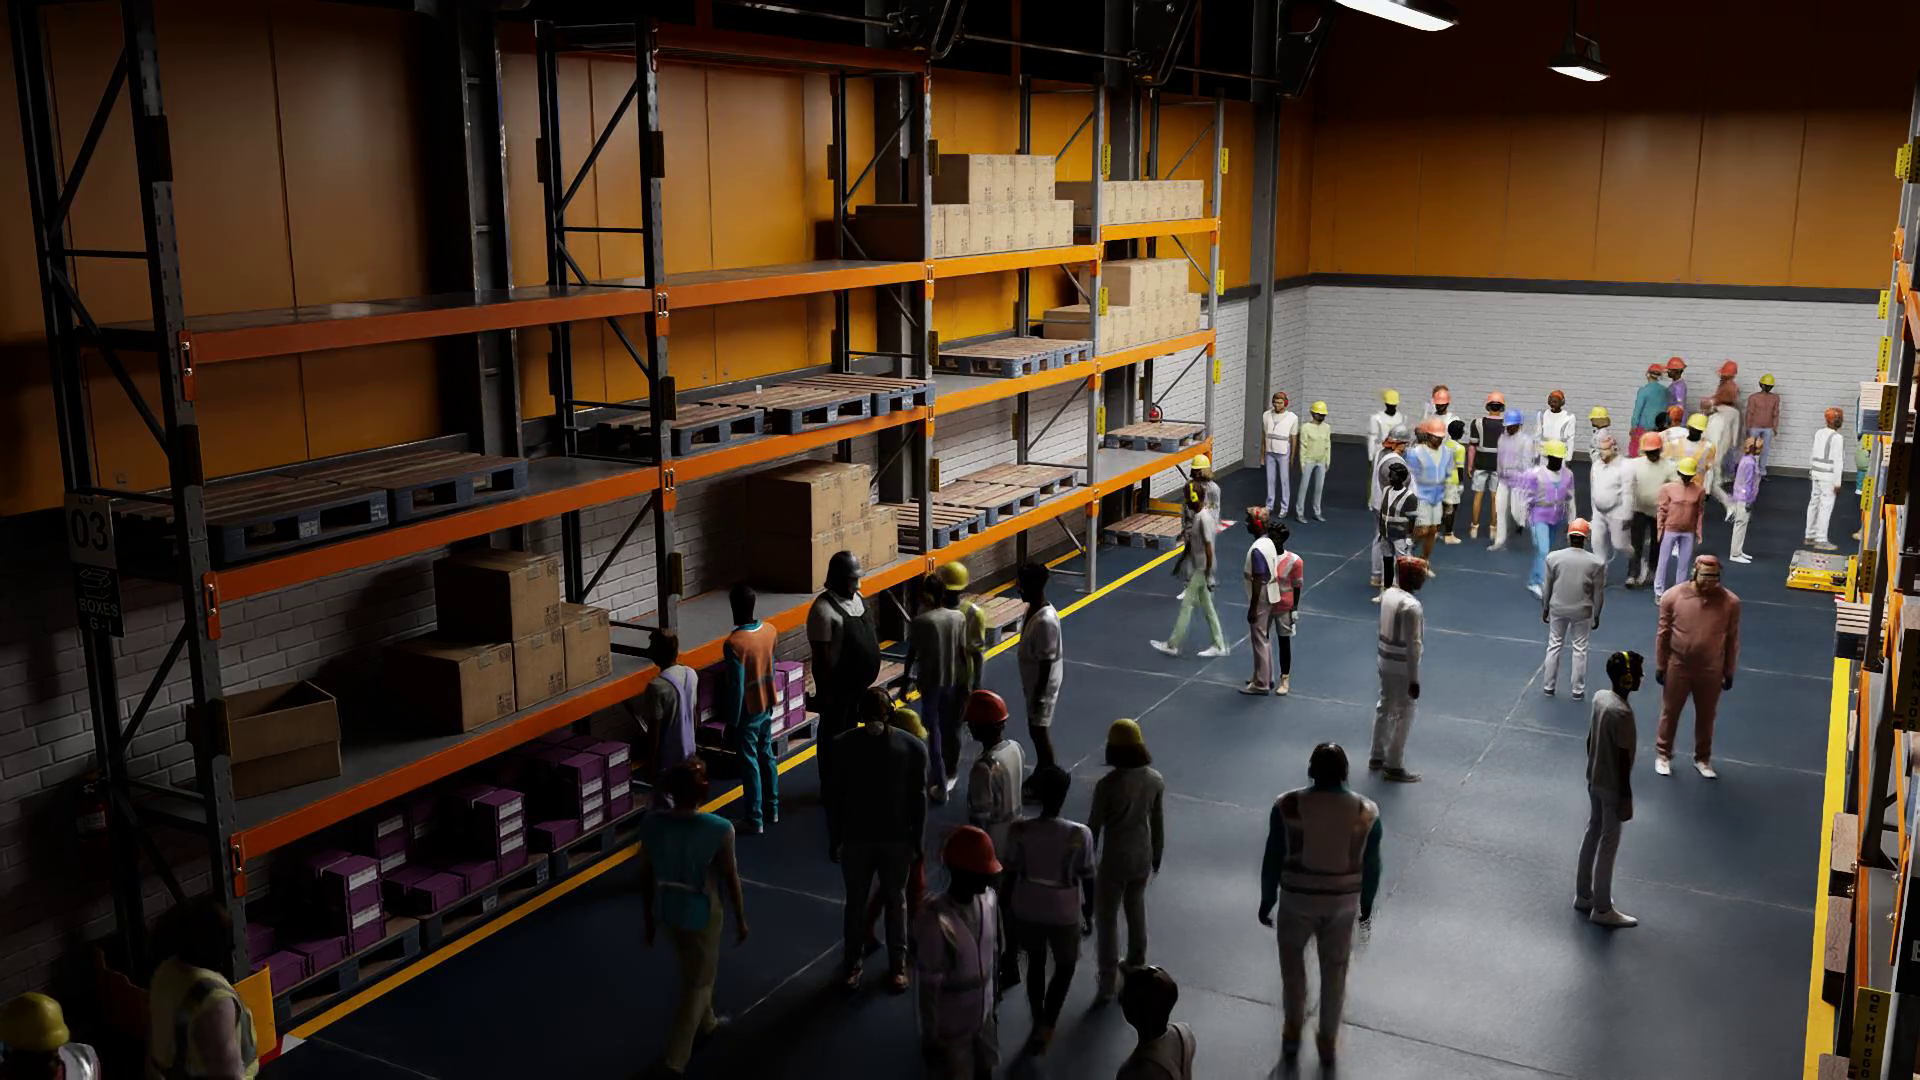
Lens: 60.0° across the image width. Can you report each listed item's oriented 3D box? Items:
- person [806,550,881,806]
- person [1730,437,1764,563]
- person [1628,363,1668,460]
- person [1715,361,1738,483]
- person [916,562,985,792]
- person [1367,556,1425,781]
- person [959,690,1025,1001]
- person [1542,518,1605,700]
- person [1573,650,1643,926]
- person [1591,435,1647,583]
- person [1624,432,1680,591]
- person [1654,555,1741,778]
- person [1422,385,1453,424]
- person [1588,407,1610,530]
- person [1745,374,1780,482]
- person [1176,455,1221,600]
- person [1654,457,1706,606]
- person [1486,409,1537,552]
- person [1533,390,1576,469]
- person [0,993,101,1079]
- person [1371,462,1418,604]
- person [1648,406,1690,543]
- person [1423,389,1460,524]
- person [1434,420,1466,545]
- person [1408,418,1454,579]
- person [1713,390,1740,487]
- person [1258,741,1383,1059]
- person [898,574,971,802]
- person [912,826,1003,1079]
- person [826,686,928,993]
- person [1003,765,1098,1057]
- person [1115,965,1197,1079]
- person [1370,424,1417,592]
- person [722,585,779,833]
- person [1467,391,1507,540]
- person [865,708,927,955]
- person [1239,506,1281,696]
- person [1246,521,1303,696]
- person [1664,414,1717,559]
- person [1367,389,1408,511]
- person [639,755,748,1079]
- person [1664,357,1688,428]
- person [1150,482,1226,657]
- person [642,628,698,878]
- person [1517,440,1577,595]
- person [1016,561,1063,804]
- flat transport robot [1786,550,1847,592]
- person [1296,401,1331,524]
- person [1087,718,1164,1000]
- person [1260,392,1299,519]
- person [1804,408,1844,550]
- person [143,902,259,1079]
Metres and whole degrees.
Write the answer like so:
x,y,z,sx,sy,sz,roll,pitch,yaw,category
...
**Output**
x,y,z,sx,sy,sz,roll,pitch,yaw,category
-0.891,1.074,13.299,0.537,2.000,0.674,6,14,26,person
10.092,-0.518,21.355,0.321,1.631,0.522,5,14,21,person
10.923,-1.821,26.450,0.644,1.960,0.407,-5,14,-23,person
12.364,-1.909,26.854,0.421,1.959,0.715,2,13,9,person
-0.098,1.103,13.467,0.610,1.901,0.423,6,14,23,person
3.640,1.058,13.779,0.373,1.871,0.651,-3,13,-12,person
0.178,1.843,10.112,0.388,1.930,0.543,7,14,27,person
5.840,0.649,15.871,0.566,1.744,0.350,7,14,28,person
4.369,1.640,11.149,0.336,1.873,0.521,-1,13,-3,person
7.905,-0.337,20.011,0.757,1.874,0.693,-6,14,-23,person
8.334,-0.362,20.034,0.662,1.913,1.129,6,14,25,person
6.089,1.046,13.769,0.637,1.899,0.400,3,13,14,person
7.640,-1.710,26.728,0.517,1.614,0.678,0,13,-1,person
8.913,-1.005,23.310,0.320,1.737,0.486,6,14,26,person
12.942,-1.808,26.842,0.525,1.760,0.340,-1,13,-2,person
2.783,-0.134,19.380,0.487,1.744,0.297,9,16,36,person
8.302,-0.095,19.175,0.523,1.760,0.327,1,13,3,person
7.344,-0.781,21.892,0.693,1.919,0.621,-6,14,-26,person
8.550,-1.227,23.973,0.576,1.880,0.351,11,16,40,person
-3.660,2.661,6.691,0.403,1.825,0.593,7,14,29,person
5.008,-0.055,19.133,0.317,1.695,0.540,-7,14,-29,person
9.538,-0.861,22.319,0.584,1.882,0.337,-5,14,-22,person
6.819,-1.191,23.708,0.551,1.928,0.388,10,16,38,person
6.617,-0.784,22.423,0.319,1.692,0.538,-4,13,-15,person
5.784,-0.505,20.430,0.604,2.026,0.449,-4,13,-19,person
11.874,-1.534,25.948,0.551,1.601,0.700,1,13,4,person
2.042,2.044,9.465,0.694,1.820,0.450,1,13,4,person
-0.256,1.143,13.483,0.557,1.827,0.830,-7,15,-30,person
-0.026,2.289,8.133,0.561,1.918,0.560,11,17,40,person
-0.506,1.823,10.175,0.627,1.941,0.371,0,13,0,person
0.485,2.123,9.420,0.560,1.673,0.576,5,13,21,person
0.772,2.611,6.858,0.345,1.847,0.504,8,15,31,person
5.189,-0.393,19.868,0.535,2.000,0.684,-2,13,-10,person
-1.582,1.283,12.646,0.371,1.914,0.597,6,14,25,person
7.234,-1.010,22.667,0.613,2.031,0.410,4,13,16,person
-0.365,1.855,10.539,0.574,1.725,0.558,-3,13,-14,person
2.903,0.584,15.971,0.394,1.835,0.564,4,13,19,person
3.019,0.649,15.983,0.532,1.696,0.318,8,15,31,person
9.384,-0.701,21.569,0.701,1.897,0.557,8,15,31,person
6.167,-1.270,24.153,0.584,1.893,0.897,-1,13,-4,person
-1.518,2.105,9.234,0.567,1.814,0.912,5,13,19,person
11.428,-1.917,26.683,0.392,2.045,0.608,4,13,19,person
2.389,0.317,17.197,0.847,1.818,0.551,1,13,6,person
-2.047,1.519,11.784,0.352,1.835,0.518,6,14,27,person
6.917,-0.216,19.412,0.636,1.888,0.903,-3,13,-15,person
0.622,1.123,13.291,0.388,1.955,0.606,-2,13,-7,person
10.576,0.372,20.440,0.652,0.197,1.431,7,14,29,flat transport robot
5.068,-1.109,23.726,0.531,1.760,0.339,-5,14,-21,person
1.008,1.931,10.203,0.510,1.729,0.387,-7,15,-30,person
4.630,-1.239,24.127,0.559,1.836,0.394,11,16,40,person
11.544,-0.812,22.161,0.360,1.871,0.679,-2,13,-8,person
-3.438,2.515,7.422,0.950,1.798,0.622,-11,17,-42,person
